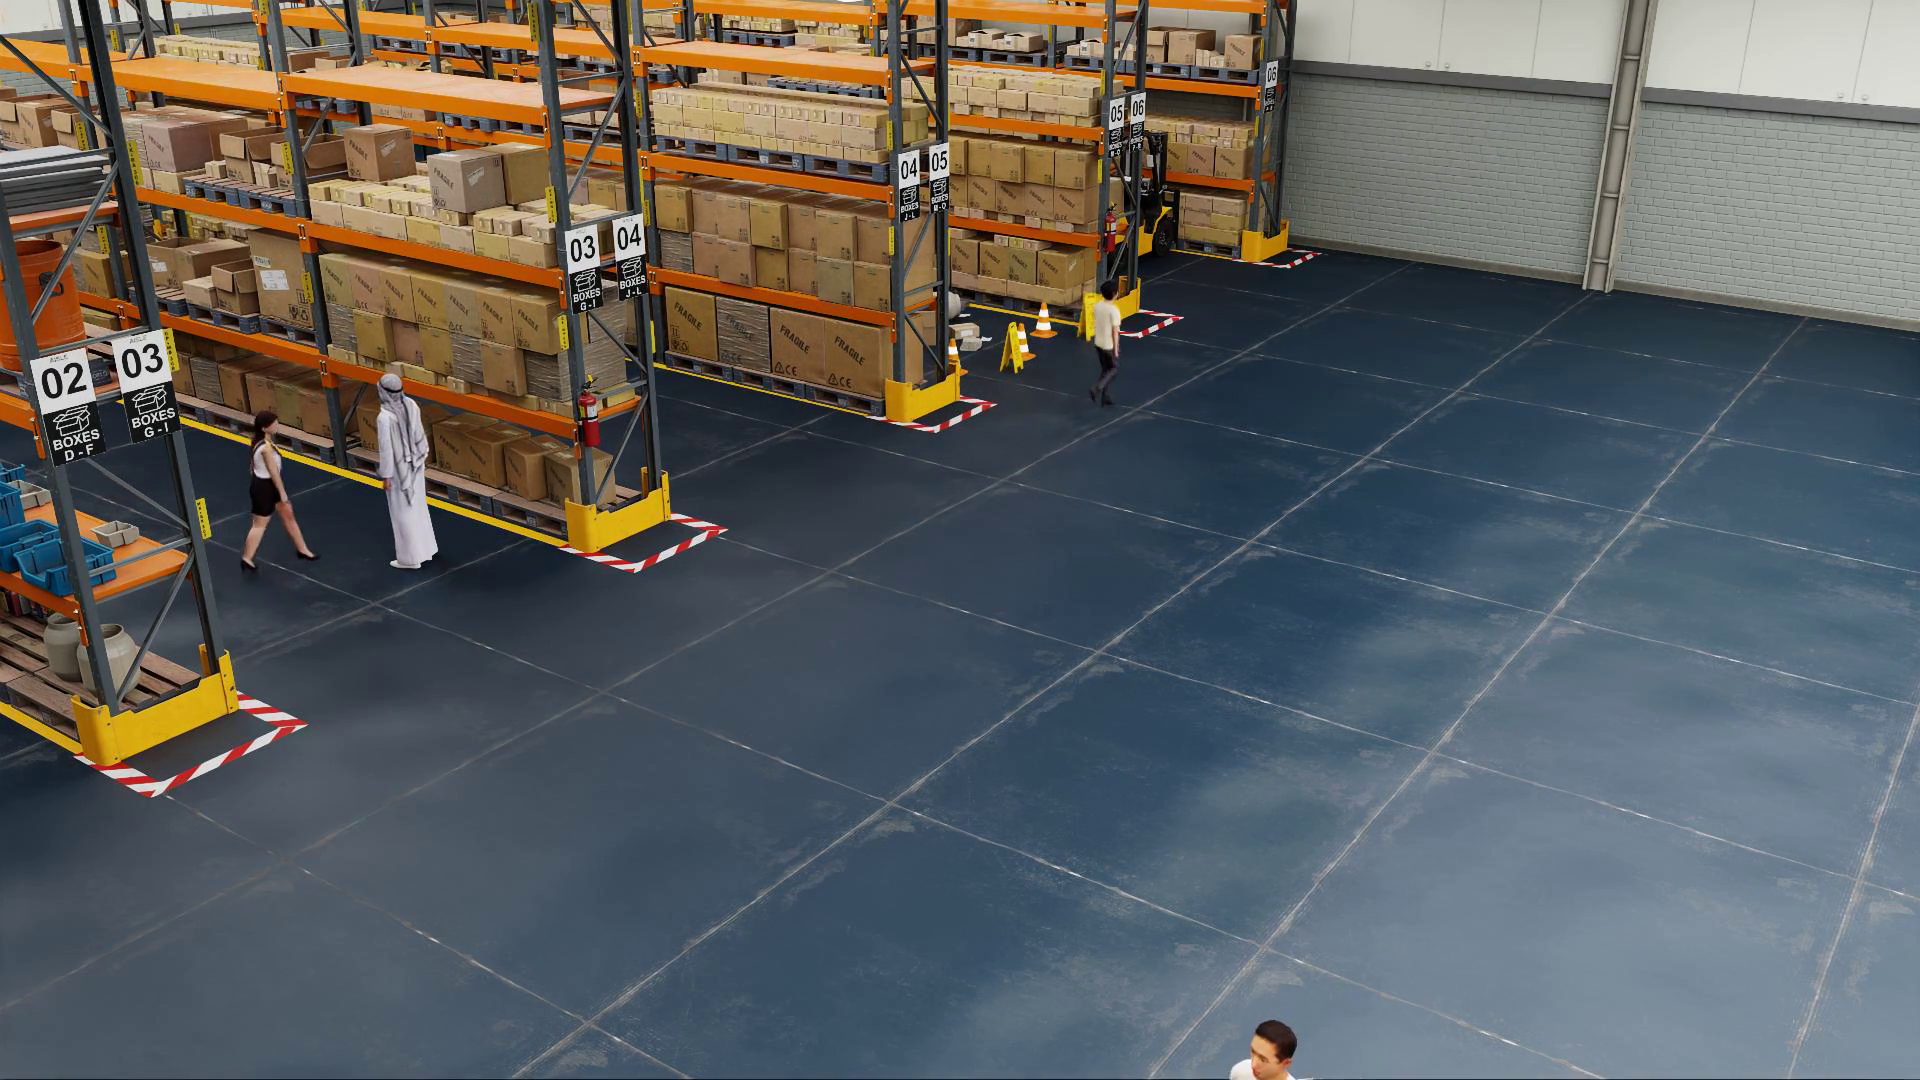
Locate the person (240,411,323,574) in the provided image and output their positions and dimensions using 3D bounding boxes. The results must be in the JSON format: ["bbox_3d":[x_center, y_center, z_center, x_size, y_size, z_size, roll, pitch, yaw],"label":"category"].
[{"bbox_3d":[-6.627,-0.423,15.734,0.931,1.594,0.988,-15,28,-32],"label":"person"}]

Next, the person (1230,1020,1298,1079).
[{"bbox_3d":[1.475,2.914,7.648,0.766,1.781,0.765,21,31,40],"label":"person"}]

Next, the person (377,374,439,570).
[{"bbox_3d":[-5.313,-0.666,15.881,0.723,1.927,0.743,8,24,19],"label":"person"}]

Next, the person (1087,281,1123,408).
[{"bbox_3d":[1.742,-2.359,20.311,0.773,1.574,0.732,-15,27,-32],"label":"person"}]
